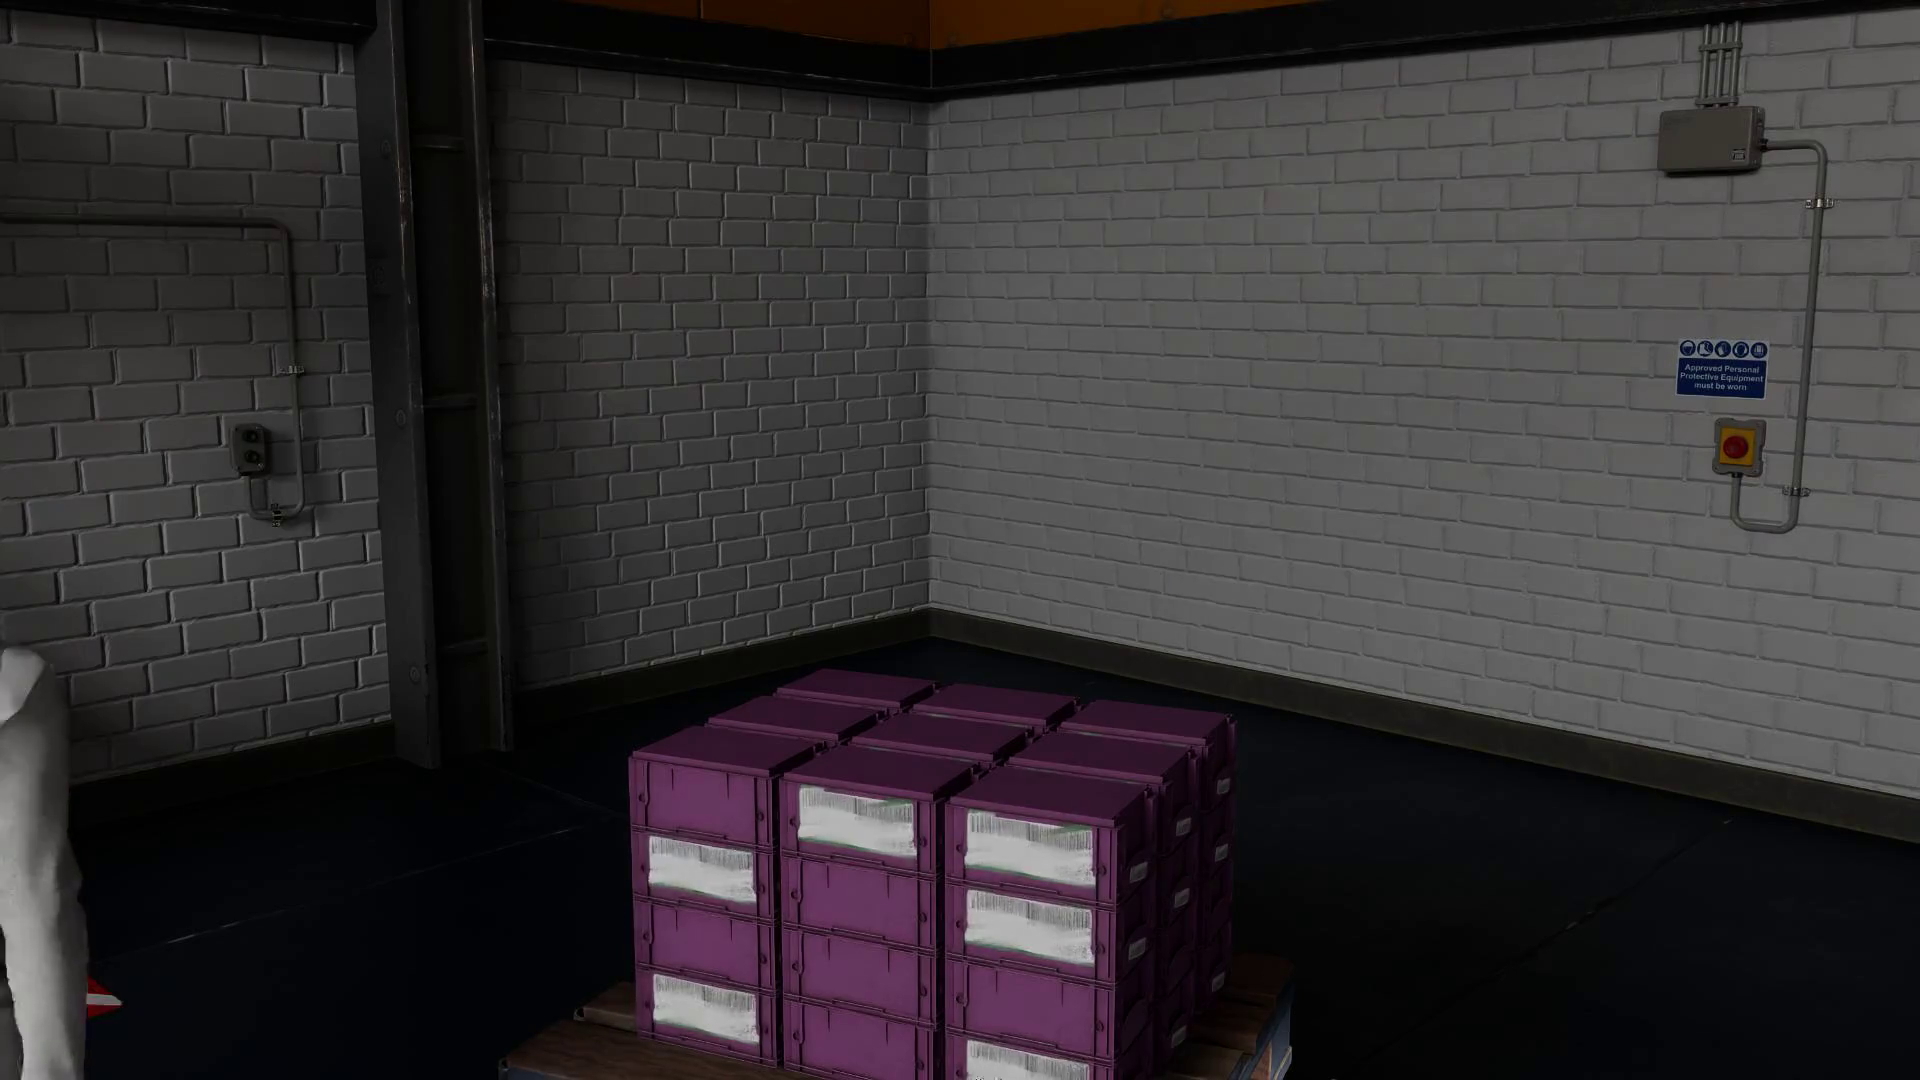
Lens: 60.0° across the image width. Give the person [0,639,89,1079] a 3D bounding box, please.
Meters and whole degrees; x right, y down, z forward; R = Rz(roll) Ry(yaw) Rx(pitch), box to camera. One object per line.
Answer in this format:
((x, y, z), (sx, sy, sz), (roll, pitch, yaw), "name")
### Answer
((-1.483, 0.738, 2.239), (0.582, 1.862, 0.734), (-2, 9, -9), "person")
